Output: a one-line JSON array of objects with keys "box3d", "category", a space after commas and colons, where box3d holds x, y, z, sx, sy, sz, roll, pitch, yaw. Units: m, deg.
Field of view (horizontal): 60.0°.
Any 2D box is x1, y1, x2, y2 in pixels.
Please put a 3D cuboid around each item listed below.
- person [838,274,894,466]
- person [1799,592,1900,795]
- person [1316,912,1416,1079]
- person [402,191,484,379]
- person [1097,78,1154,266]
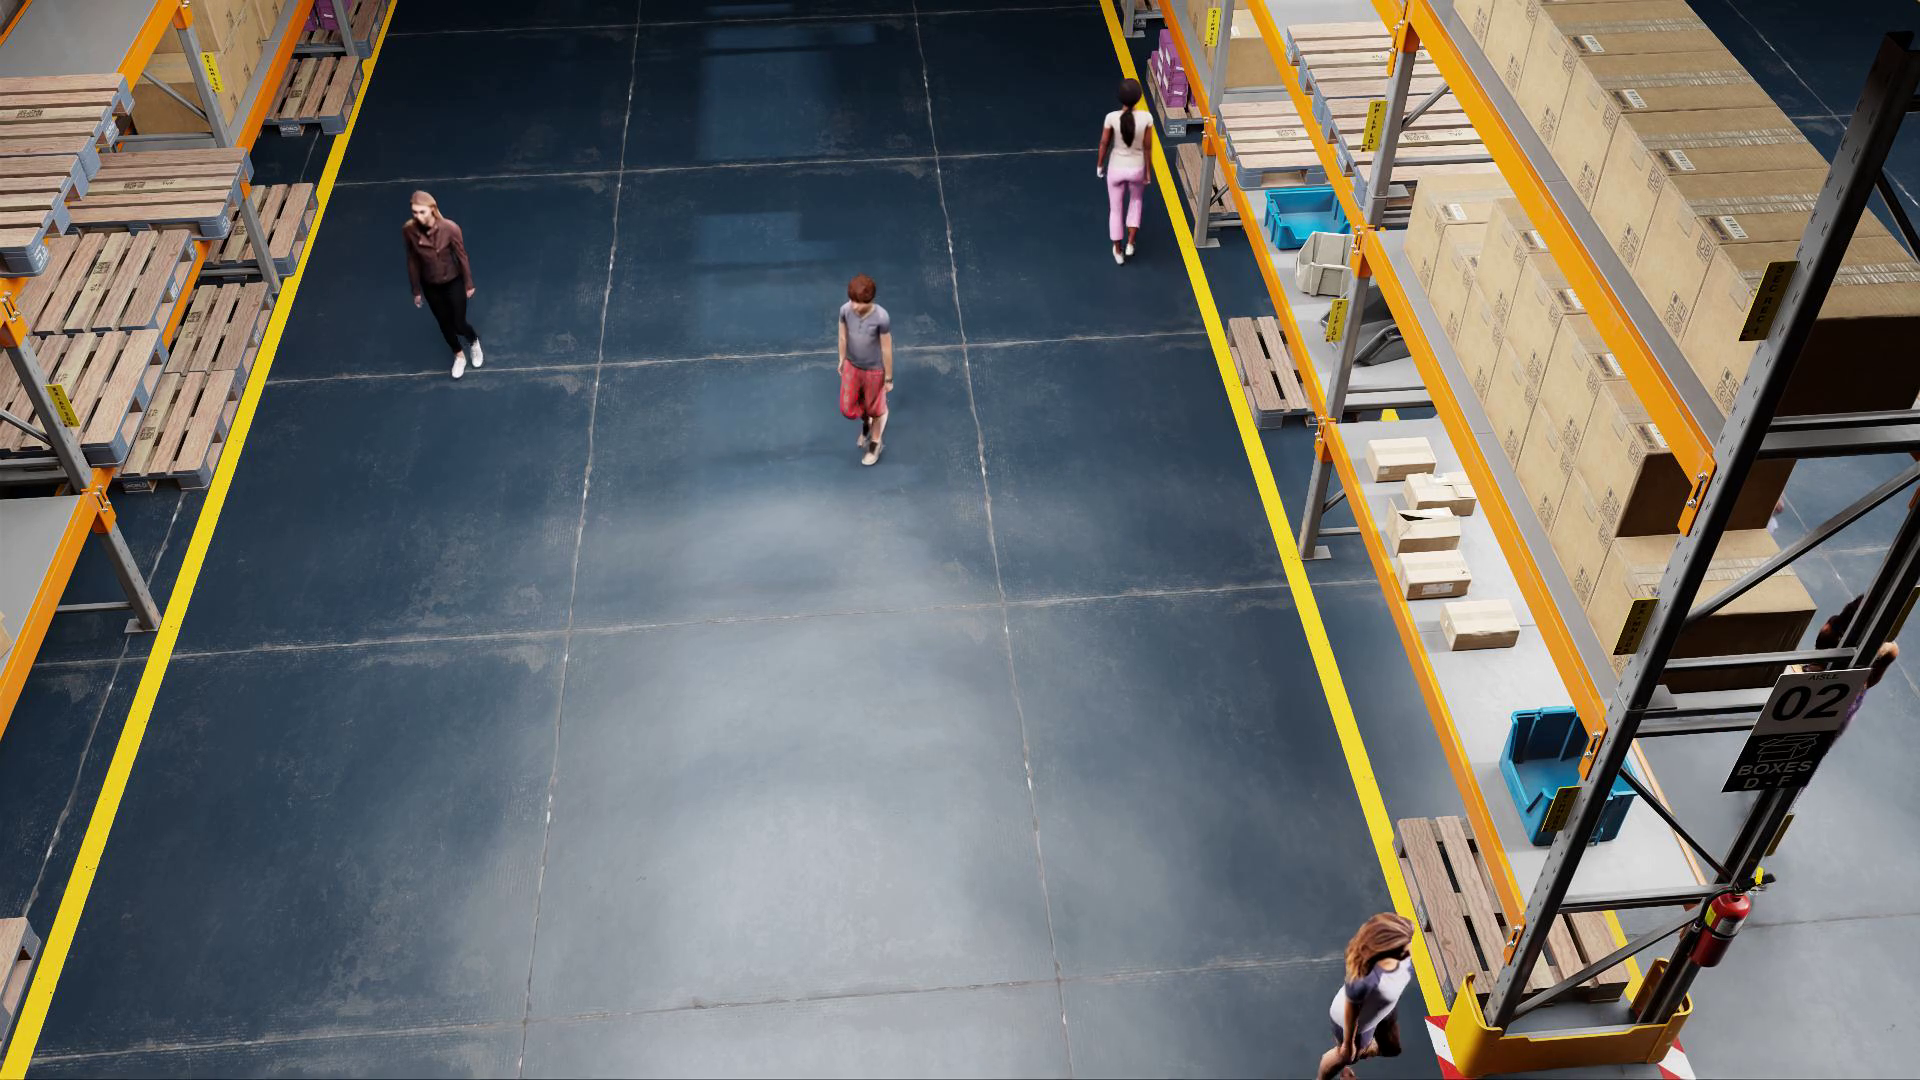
[{"box3d": [-0.656, -1.317, 12.285, 0.749, 1.644, 0.802, 15, 46, 15], "category": "person"}, {"box3d": [5.088, 1.027, 9.773, 1.023, 1.714, 1.214, 21, 48, 21], "category": "person"}, {"box3d": [1.969, 2.327, 8.409, 0.787, 1.713, 0.734, 33, 53, 30], "category": "person"}, {"box3d": [-4.023, -2.042, 13.013, 0.649, 1.690, 0.639, 2, 44, 3], "category": "person"}, {"box3d": [1.409, -3.068, 14.057, 0.632, 1.734, 0.597, 1, 44, 1], "category": "person"}]
